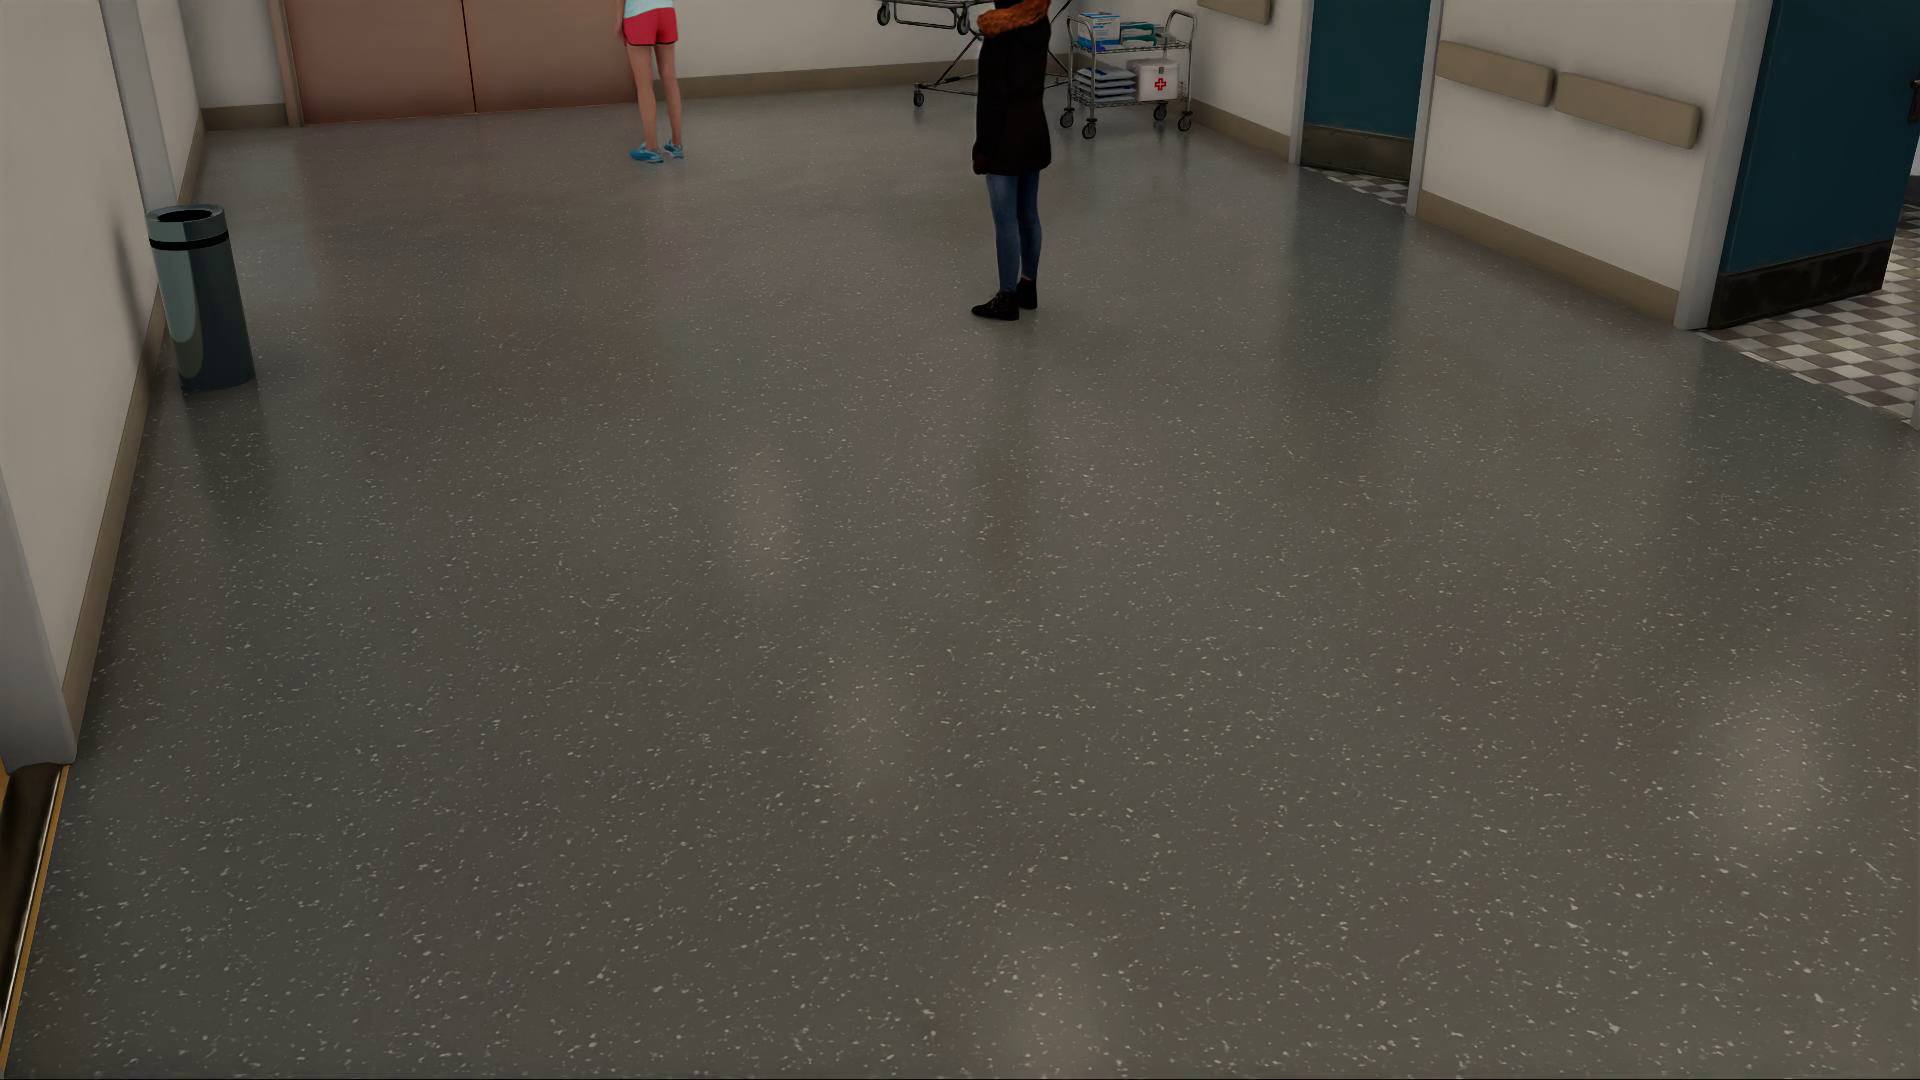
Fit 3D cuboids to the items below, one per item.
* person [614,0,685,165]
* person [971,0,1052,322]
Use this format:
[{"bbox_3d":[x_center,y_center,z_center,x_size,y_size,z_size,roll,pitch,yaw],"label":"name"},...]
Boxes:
[{"bbox_3d":[-1.948,-3.264,10.387,0.676,1.764,0.694,-21,33,-36],"label":"person"},{"bbox_3d":[0.241,-1.822,7.548,0.787,1.634,0.746,16,30,30],"label":"person"}]
